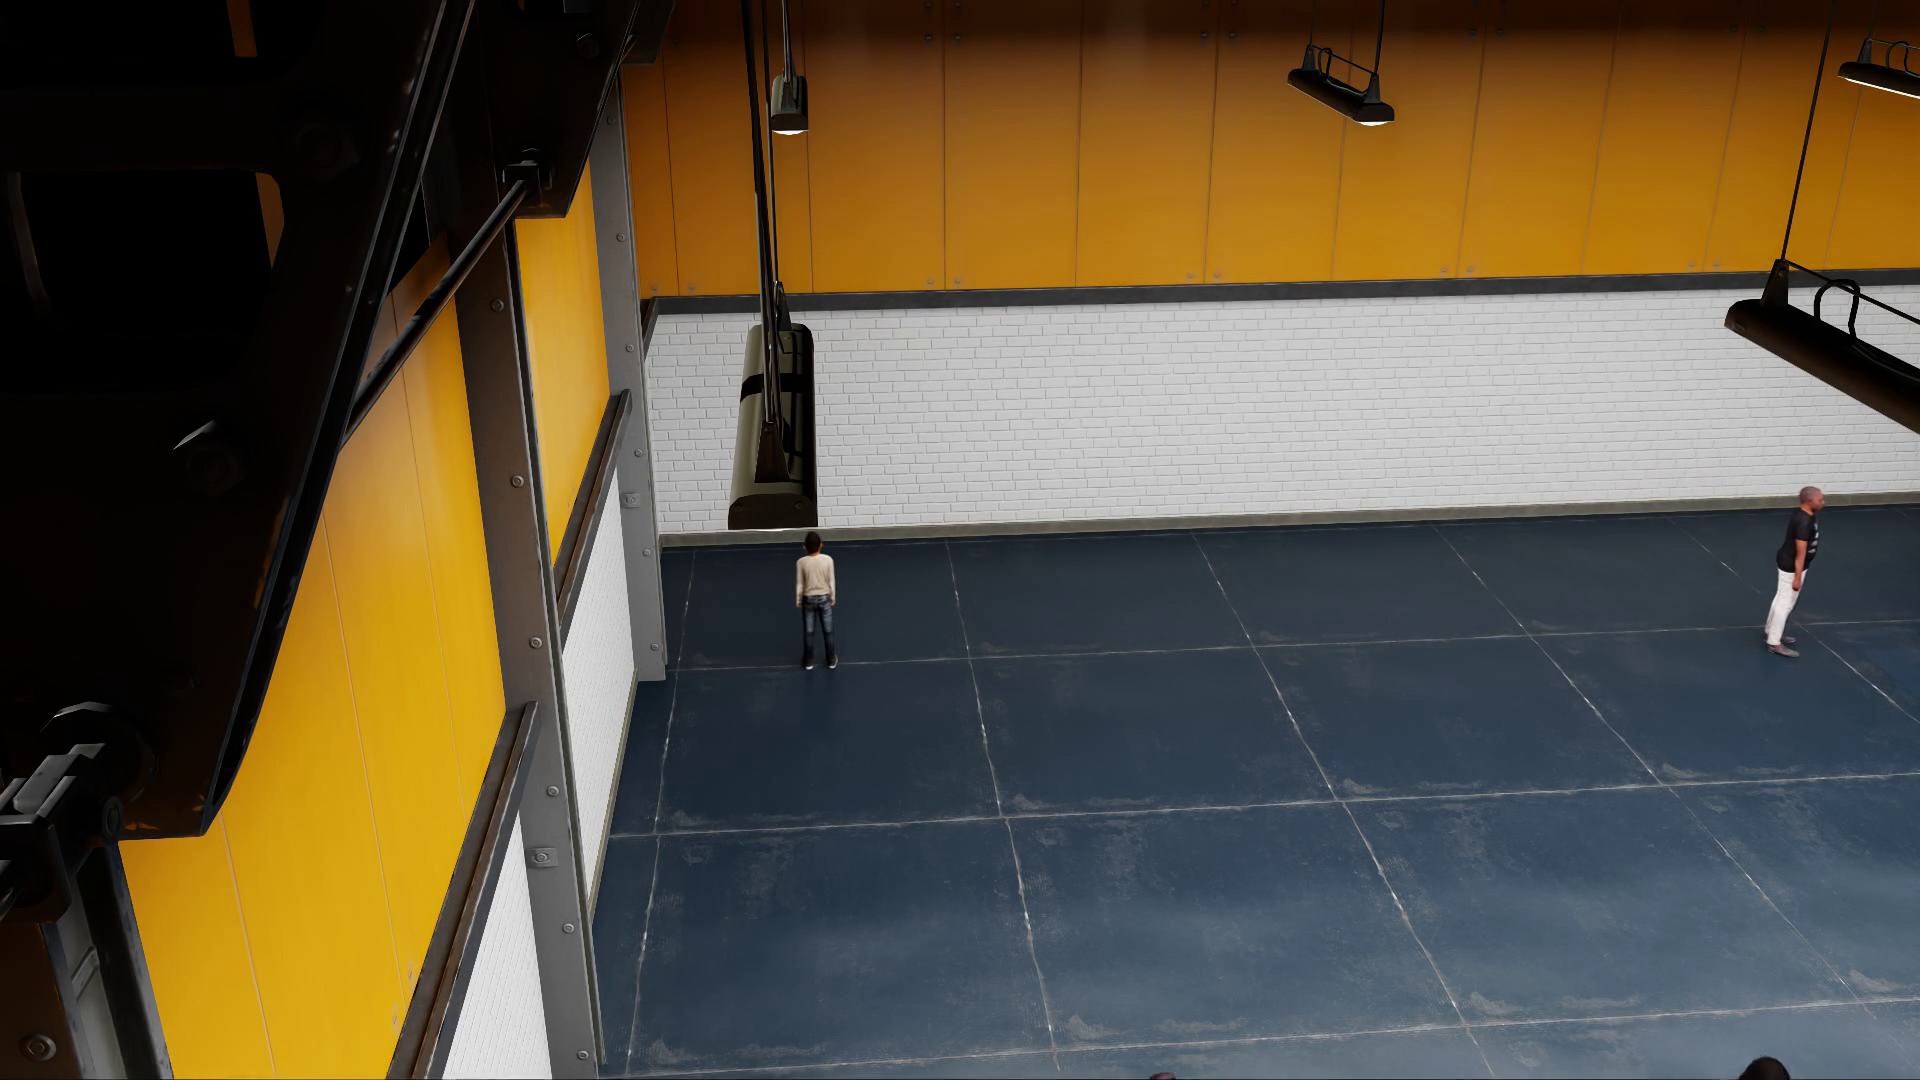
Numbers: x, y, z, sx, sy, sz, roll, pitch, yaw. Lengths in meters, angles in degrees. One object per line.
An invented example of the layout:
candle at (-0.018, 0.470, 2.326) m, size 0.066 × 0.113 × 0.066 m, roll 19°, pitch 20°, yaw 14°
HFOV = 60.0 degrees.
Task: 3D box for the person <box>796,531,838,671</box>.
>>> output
person at (-1.452, 0.615, 16.825) m, size 0.553 × 1.456 × 0.481 m, roll -3°, pitch 24°, yaw -7°

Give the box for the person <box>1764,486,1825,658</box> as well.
person at (8.581, 0.285, 17.146) m, size 0.812 × 1.805 × 0.701 m, roll 9°, pitch 25°, yaw 20°
